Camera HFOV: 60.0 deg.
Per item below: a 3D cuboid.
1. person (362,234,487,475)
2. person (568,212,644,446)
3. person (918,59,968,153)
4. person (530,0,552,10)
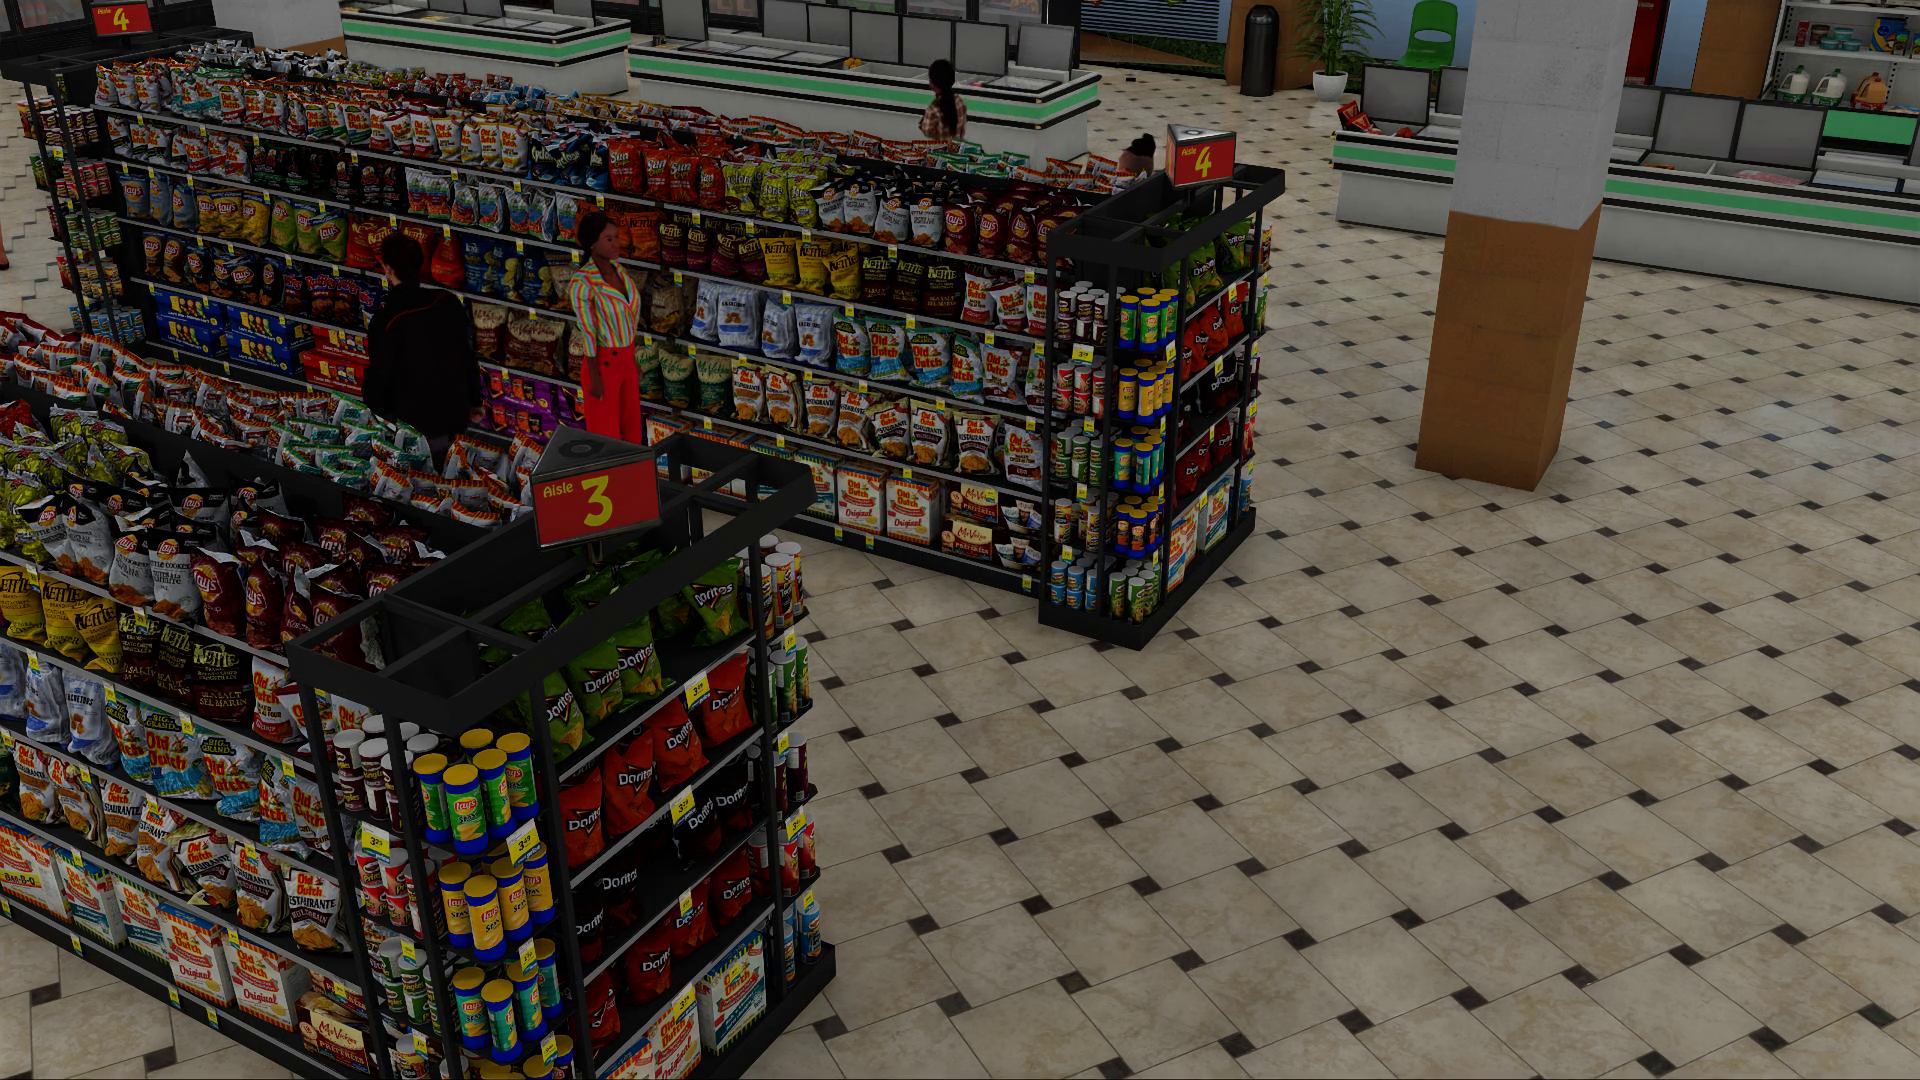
[{"bbox_3d":[-2.532,-0.574,8.187,0.699,1.818,0.756,12,29,22],"label":"person"},{"bbox_3d":[-1.837,-0.844,8.747,0.563,1.792,0.625,11,29,20],"label":"person"},{"bbox_3d":[-0.044,-2.609,12.257,0.824,1.764,1.127,-21,34,-36],"label":"person"},{"bbox_3d":[-5.721,-7.692,22.294,0.540,1.753,0.590,19,33,33],"label":"person"}]
